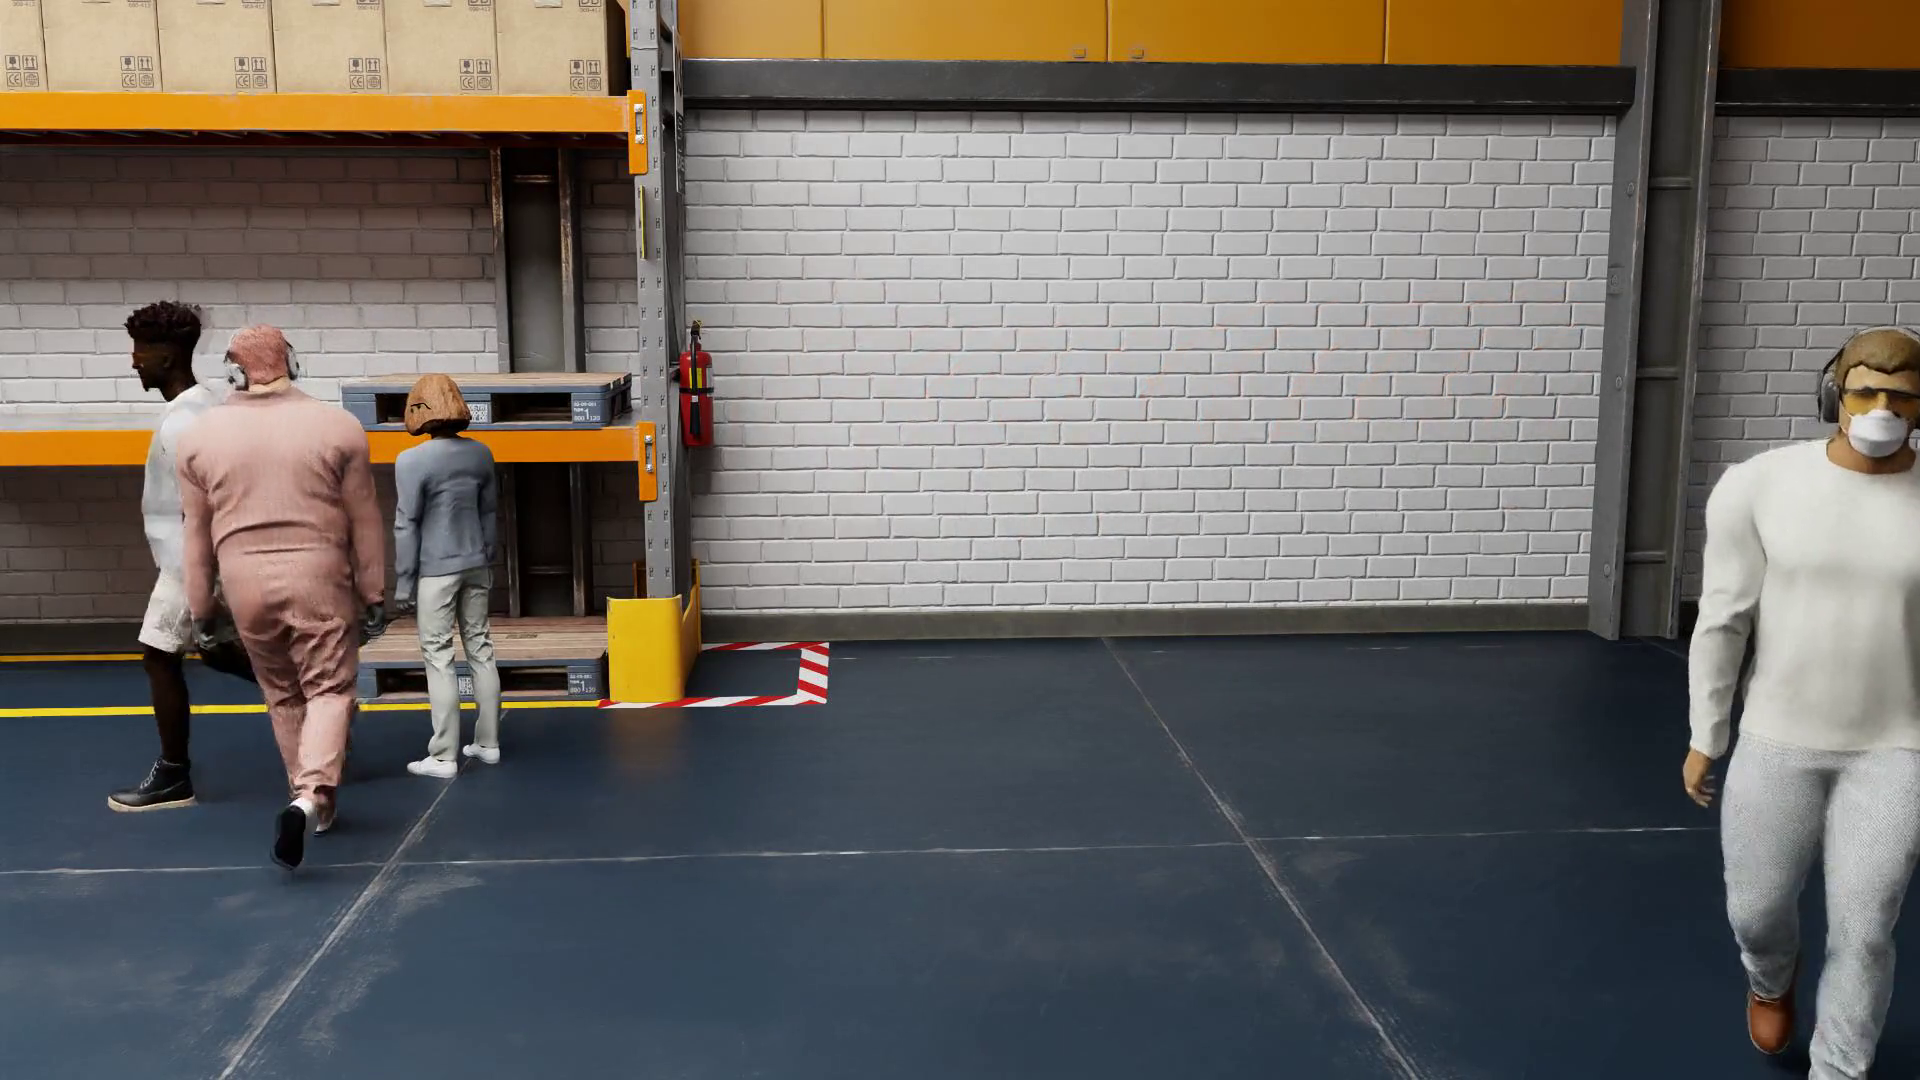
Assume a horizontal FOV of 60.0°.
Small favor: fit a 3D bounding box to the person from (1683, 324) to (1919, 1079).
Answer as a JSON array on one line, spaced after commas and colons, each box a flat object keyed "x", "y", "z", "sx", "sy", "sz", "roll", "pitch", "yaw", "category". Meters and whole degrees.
[{"x": 2.023, "y": 0.461, "z": 3.845, "sx": 0.642, "sy": 1.920, "sz": 0.647, "roll": 4, "pitch": 10, "yaw": 24, "category": "person"}]

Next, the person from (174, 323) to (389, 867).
[{"x": -2.334, "y": 0.189, "z": 5.747, "sx": 0.675, "sy": 1.866, "sz": 0.812, "roll": -1, "pitch": 9, "yaw": -8, "category": "person"}]

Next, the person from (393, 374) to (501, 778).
[{"x": -2.082, "y": 0.143, "z": 6.753, "sx": 0.274, "sy": 1.626, "sz": 0.502, "roll": 5, "pitch": 10, "yaw": 29, "category": "person"}]

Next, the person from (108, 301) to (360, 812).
[{"x": -2.813, "y": 0.056, "z": 6.340, "sx": 0.822, "sy": 1.933, "sz": 0.600, "roll": -2, "pitch": 9, "yaw": -11, "category": "person"}]
